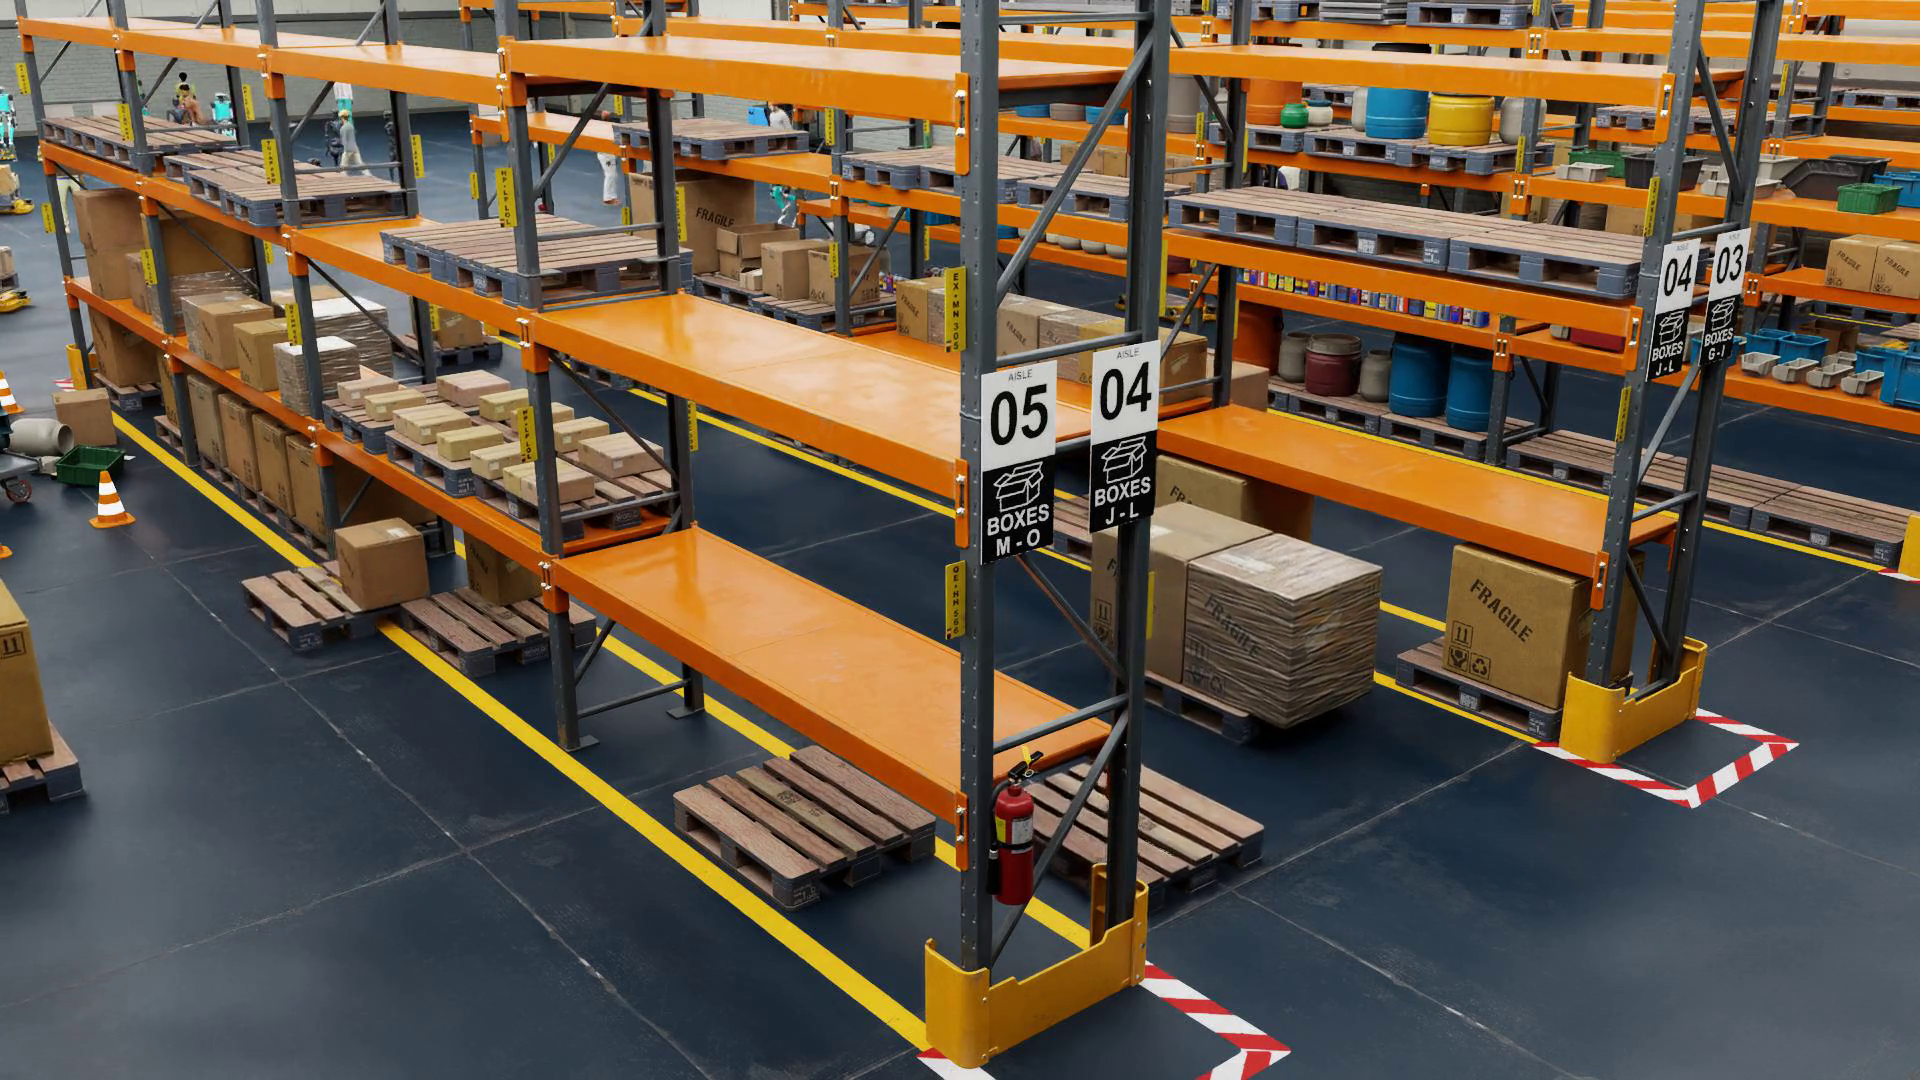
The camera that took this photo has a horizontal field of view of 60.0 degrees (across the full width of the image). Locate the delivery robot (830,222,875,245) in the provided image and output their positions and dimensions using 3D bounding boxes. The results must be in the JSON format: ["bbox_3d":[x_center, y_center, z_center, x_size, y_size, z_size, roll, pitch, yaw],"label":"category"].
[{"bbox_3d":[-1.878,-5.334,28.716,0.811,0.614,0.499,-16,25,-38],"label":"delivery robot"}]

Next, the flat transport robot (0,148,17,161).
[{"bbox_3d":[-23.947,-9.428,40.768,1.431,0.231,0.659,-11,22,-28],"label":"flat transport robot"}]

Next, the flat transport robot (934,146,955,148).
[{"bbox_3d":[-0.391,-7.427,35.074,0.659,0.231,1.431,-8,21,-22],"label":"flat transport robot"}]

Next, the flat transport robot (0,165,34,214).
[{"bbox_3d":[-18.856,-6.455,32.308,1.431,0.231,0.659,-7,21,-20],"label":"flat transport robot"}]

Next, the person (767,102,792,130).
[{"bbox_3d":[-3.869,-8.774,36.531,0.739,1.853,0.420,13,23,33],"label":"person"}]

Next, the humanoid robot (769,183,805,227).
[{"bbox_3d":[-3.086,-6.195,29.390,0.910,1.782,0.548,-15,24,-37],"label":"humanoid robot"}]

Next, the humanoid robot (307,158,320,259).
[{"bbox_3d":[-10.457,-5.382,27.145,0.602,1.644,0.608,9,21,23],"label":"humanoid robot"}]

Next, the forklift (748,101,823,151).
[{"bbox_3d":[-4.526,-11.368,42.374,1.129,2.768,1.873,-15,24,-37],"label":"forklift"}]

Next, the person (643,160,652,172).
[{"bbox_3d":[-5.189,-5.941,28.307,0.366,1.956,0.602,0,19,-1],"label":"person"}]

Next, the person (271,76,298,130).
[{"bbox_3d":[-19.575,-12.768,47.942,0.506,1.811,1.021,12,23,31],"label":"person"}]

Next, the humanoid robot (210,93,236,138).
[{"bbox_3d":[-16.942,-9.442,38.608,0.559,1.752,1.016,-15,24,-36],"label":"humanoid robot"}]

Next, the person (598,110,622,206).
[{"bbox_3d":[-7.029,-7.654,33.307,0.395,1.868,0.627,5,20,15],"label":"person"}]

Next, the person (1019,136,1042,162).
[{"bbox_3d":[1.305,-6.699,30.756,0.542,1.756,0.415,-12,23,-31],"label":"person"}]

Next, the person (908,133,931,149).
[{"bbox_3d":[-0.806,-7.497,33.053,0.481,1.738,0.320,-4,20,-11],"label":"person"}]

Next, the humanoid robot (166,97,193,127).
[{"bbox_3d":[-18.176,-9.496,38.852,0.602,1.646,0.484,-12,23,-30],"label":"humanoid robot"}]

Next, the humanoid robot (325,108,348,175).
[{"bbox_3d":[-13.446,-8.494,36.008,0.589,1.631,0.603,-6,20,-18],"label":"humanoid robot"}]

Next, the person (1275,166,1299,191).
[{"bbox_3d":[5.326,-5.482,27.160,0.375,1.843,0.569,14,24,35],"label":"person"}]

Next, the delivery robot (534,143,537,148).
[{"bbox_3d":[-11.136,-10.587,43.660,0.499,0.611,0.814,-12,23,-31],"label":"delivery robot"}]

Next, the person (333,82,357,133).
[{"bbox_3d":[-17.283,-12.366,46.649,0.490,1.917,0.384,-1,19,-4],"label":"person"}]

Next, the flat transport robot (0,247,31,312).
[{"bbox_3d":[-14.045,-3.370,23.528,1.431,0.231,0.659,-1,19,-4],"label":"flat transport robot"}]

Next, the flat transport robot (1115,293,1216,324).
[{"bbox_3d":[2.868,-3.247,23.178,0.659,0.231,1.431,-13,23,-33],"label":"flat transport robot"}]

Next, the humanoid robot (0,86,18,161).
[{"bbox_3d":[-23.191,-10.048,40.362,0.535,1.843,0.677,-7,21,-19],"label":"humanoid robot"}]

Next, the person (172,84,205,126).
[{"bbox_3d":[-18.888,-10.185,40.597,0.782,1.814,0.830,11,22,28],"label":"person"}]

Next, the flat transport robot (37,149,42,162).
[{"bbox_3d":[-22.300,-9.471,40.890,0.659,0.231,1.431,-10,21,-25],"label":"flat transport robot"}]

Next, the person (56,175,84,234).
[{"bbox_3d":[-16.078,-6.477,29.927,0.517,1.893,0.401,-13,23,-32],"label":"person"}]

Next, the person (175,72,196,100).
[{"bbox_3d":[-21.697,-12.256,46.674,0.528,1.688,0.322,-11,22,-29],"label":"person"}]

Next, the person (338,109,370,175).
[{"bbox_3d":[-12.901,-8.238,35.217,0.913,1.709,0.516,3,20,10],"label":"person"}]

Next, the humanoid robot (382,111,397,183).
[{"bbox_3d":[-12.128,-8.381,35.681,0.612,1.627,0.612,-1,19,-3],"label":"humanoid robot"}]

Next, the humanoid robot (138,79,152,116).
[{"bbox_3d":[-22.535,-11.932,45.808,0.547,1.853,0.865,1,19,4],"label":"humanoid robot"}]

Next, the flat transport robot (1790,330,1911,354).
[{"bbox_3d":[11.176,-2.444,20.892,0.659,0.231,1.431,-15,24,-36],"label":"flat transport robot"}]
